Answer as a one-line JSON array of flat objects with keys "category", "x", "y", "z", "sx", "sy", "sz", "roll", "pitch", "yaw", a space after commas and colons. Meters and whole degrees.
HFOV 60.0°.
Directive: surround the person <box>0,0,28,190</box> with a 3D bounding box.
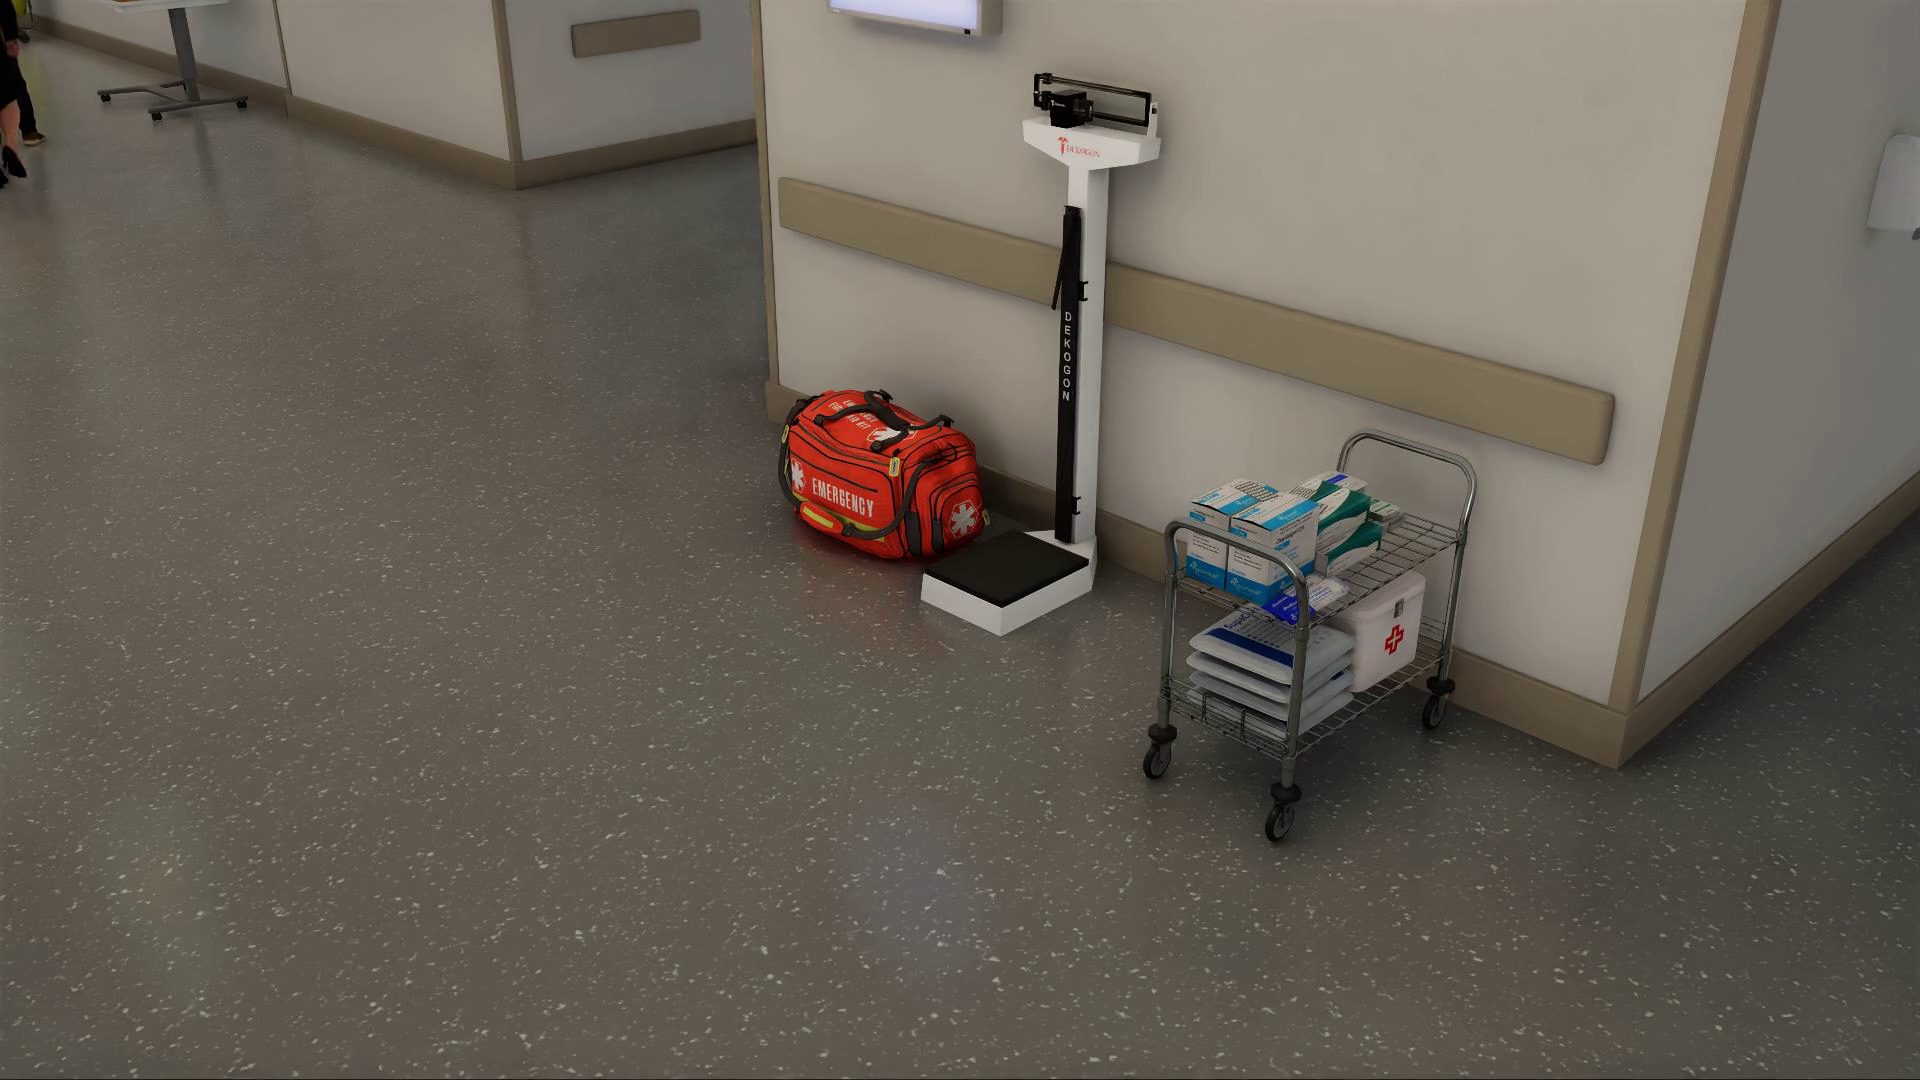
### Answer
[{"category": "person", "x": -5.725, "y": -2.846, "z": 9.605, "sx": 0.799, "sy": 1.662, "sz": 0.799, "roll": -10, "pitch": 27, "yaw": -20}]
